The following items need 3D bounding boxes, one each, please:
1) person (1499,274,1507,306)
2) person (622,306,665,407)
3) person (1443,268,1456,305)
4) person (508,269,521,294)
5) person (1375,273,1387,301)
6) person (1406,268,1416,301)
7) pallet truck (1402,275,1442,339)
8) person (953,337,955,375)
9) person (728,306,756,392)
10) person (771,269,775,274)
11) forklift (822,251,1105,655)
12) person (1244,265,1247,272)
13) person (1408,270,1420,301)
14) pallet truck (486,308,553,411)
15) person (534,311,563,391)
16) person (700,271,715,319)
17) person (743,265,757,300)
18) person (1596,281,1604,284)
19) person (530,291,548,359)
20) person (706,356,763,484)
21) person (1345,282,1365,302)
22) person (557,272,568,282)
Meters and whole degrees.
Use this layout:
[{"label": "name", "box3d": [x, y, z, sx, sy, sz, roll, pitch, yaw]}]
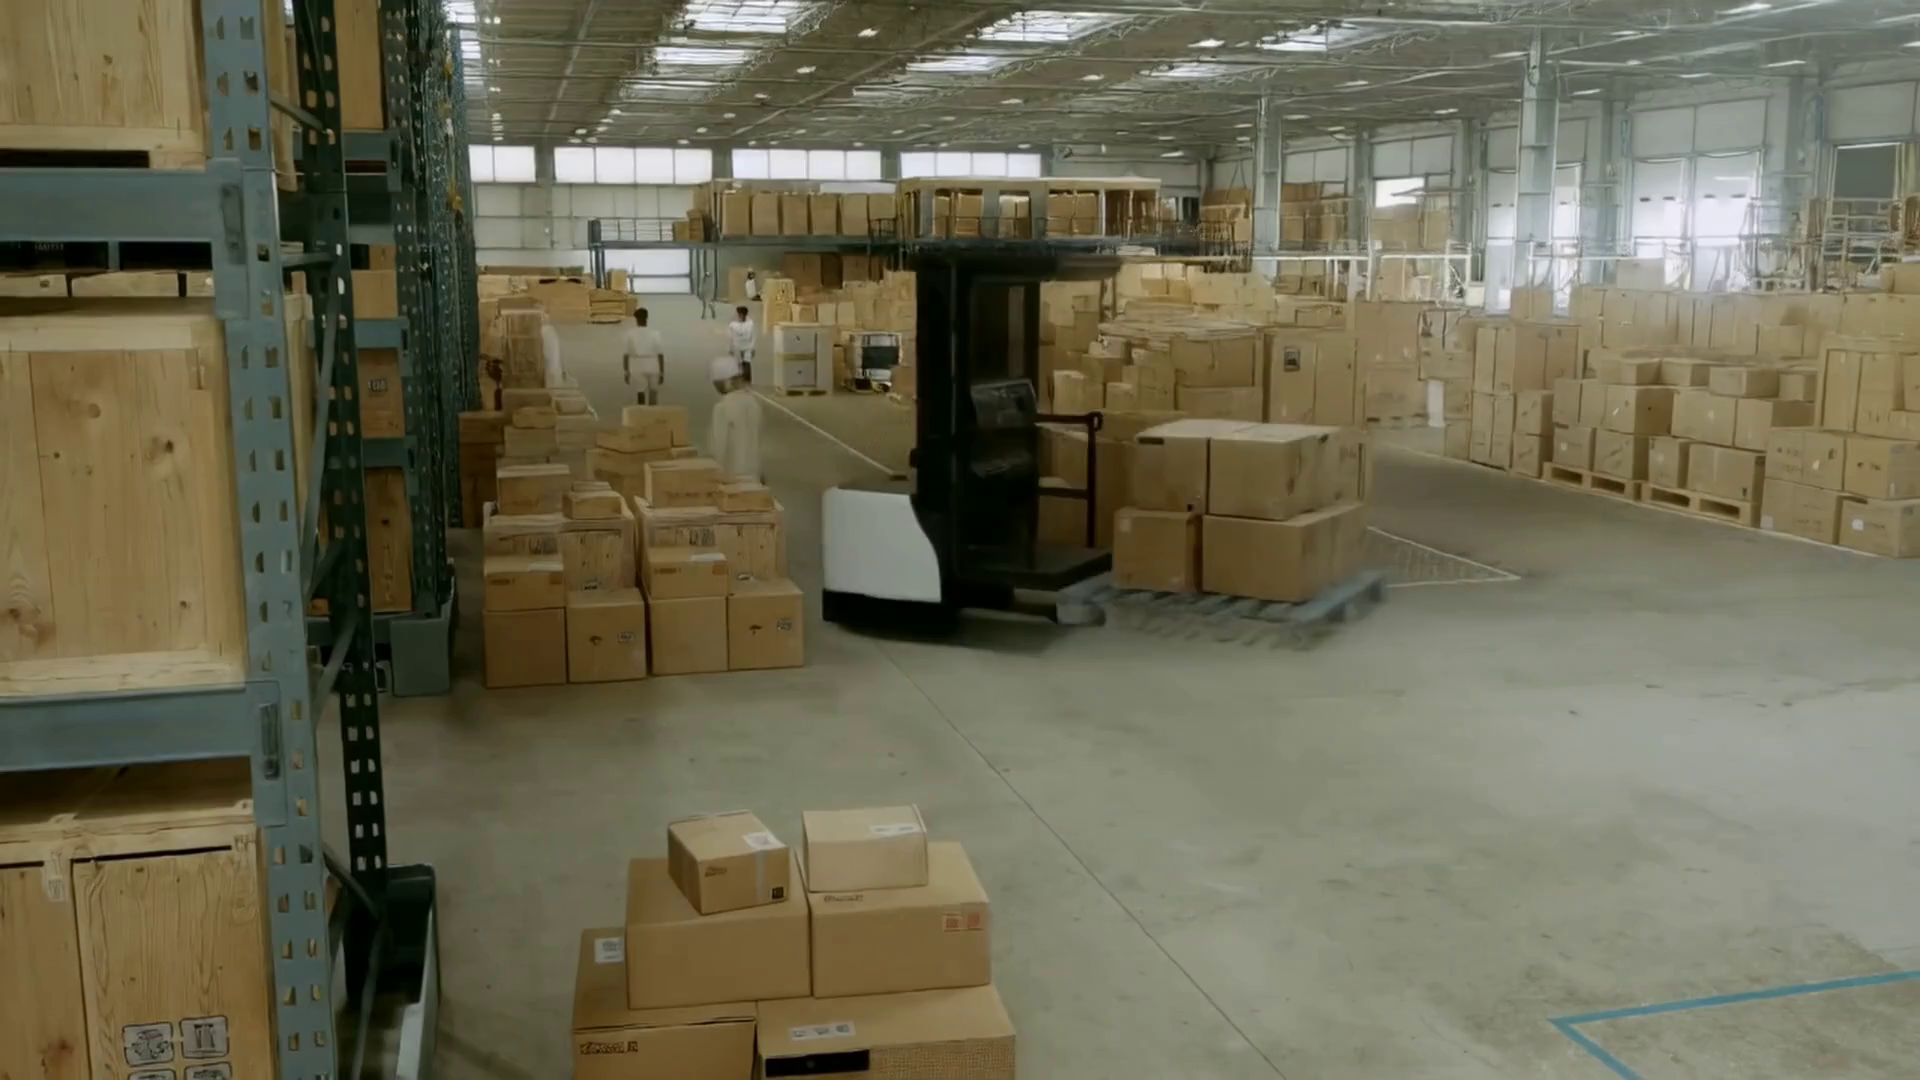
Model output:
[{"label": "person", "box3d": [23.315, -10.589, 71.477, 0.318, 1.700, 0.535, -2, 10, -10]}, {"label": "person", "box3d": [-4.894, -2.639, 25.750, 0.639, 1.941, 0.774, -1, 10, -8]}, {"label": "person", "box3d": [21.331, -10.885, 72.525, 0.571, 1.920, 0.535, 0, 10, -1]}, {"label": "person", "box3d": [-20.104, -11.296, 75.066, 0.579, 1.859, 0.871, -2, 10, -10]}, {"label": "person", "box3d": [18.209, -10.674, 71.836, 0.528, 1.746, 0.713, 6, 12, 30]}, {"label": "person", "box3d": [20.787, -11.657, 77.035, 0.756, 1.875, 0.655, 8, 13, 37]}, {"label": "pallet truck", "box3d": [14.620, -7.324, 52.145, 0.823, 1.965, 1.885, 8, 13, 40]}, {"label": "person", "box3d": [0.093, -2.444, 24.747, 0.392, 1.915, 0.590, 3, 11, 19]}, {"label": "person", "box3d": [-4.286, -3.746, 32.723, 0.542, 1.699, 0.316, -3, 10, -16]}, {"label": "person", "box3d": [-8.533, -11.436, 75.830, 0.597, 1.872, 1.021, -3, 10, -15]}, {"label": "forklift", "box3d": [-0.001, -0.717, 12.235, 1.873, 2.768, 1.129, 6, 11, 29]}, {"label": "person", "box3d": [13.502, -12.031, 78.800, 0.378, 1.996, 0.609, 0, 10, 1]}, {"label": "person", "box3d": [20.701, -11.402, 75.876, 0.994, 1.779, 0.691, -8, 13, -39]}, {"label": "pallet truck", "box3d": [-6.242, -2.418, 24.362, 0.823, 1.965, 1.885, 1, 10, 3]}, {"label": "person", "box3d": [-6.357, -2.650, 26.018, 0.949, 1.882, 0.696, 1, 10, 5]}, {"label": "person", "box3d": [-10.022, -9.728, 66.007, 0.548, 1.916, 0.796, 4, 11, 19]}, {"label": "person", "box3d": [-9.577, -11.600, 76.235, 0.688, 2.000, 0.538, 10, 14, 43]}, {"label": "person", "box3d": [18.929, -6.685, 48.939, 0.850, 1.860, 0.573, 2, 10, 13]}, {"label": "person", "box3d": [-8.810, -4.314, 35.335, 0.810, 1.908, 0.579, -5, 11, -25]}, {"label": "person", "box3d": [-1.854, -0.556, 13.900, 0.477, 1.965, 0.669, 5, 11, 26]}, {"label": "person", "box3d": [11.518, -6.593, 48.448, 0.625, 1.844, 0.429, -1, 10, -8]}, {"label": "person", "box3d": [-17.516, -10.941, 73.418, 0.542, 1.722, 0.922, -7, 12, -34]}]
